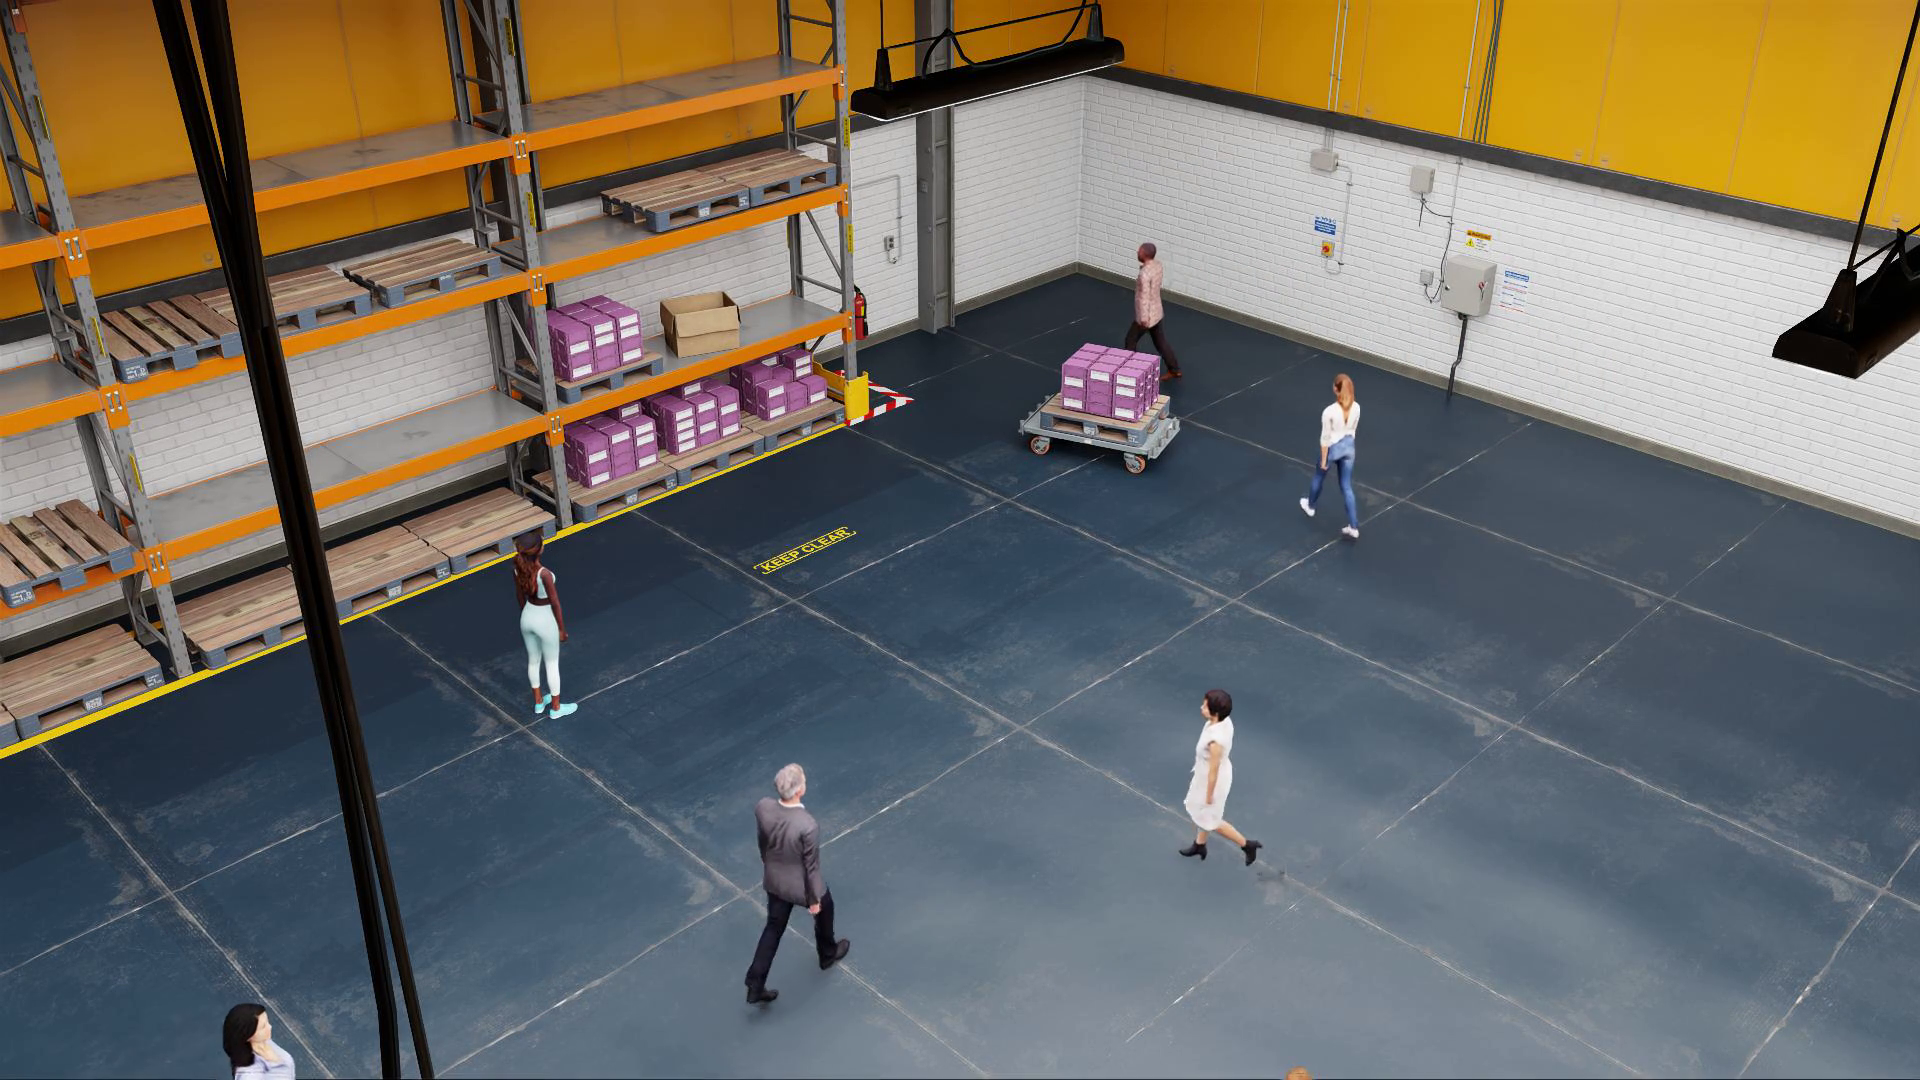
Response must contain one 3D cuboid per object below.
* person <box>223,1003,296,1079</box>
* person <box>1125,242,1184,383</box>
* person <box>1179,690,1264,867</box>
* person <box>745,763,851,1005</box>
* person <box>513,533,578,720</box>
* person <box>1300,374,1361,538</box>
[{"bbox_3d":[-3.955,3.279,9.287,1.063,1.719,0.945,-7,29,-12],"label":"person"},{"bbox_3d":[2.380,-2.739,20.255,0.919,1.783,1.175,17,33,28],"label":"person"},{"bbox_3d":[1.936,1.782,12.220,0.851,1.539,0.884,9,30,16],"label":"person"},{"bbox_3d":[-1.150,2.298,11.003,0.886,1.800,1.241,18,33,29],"label":"person"},{"bbox_3d":[-3.533,0.709,13.993,0.633,1.725,0.630,13,31,23],"label":"person"},{"bbox_3d":[3.881,-0.824,16.849,1.156,1.681,1.032,-8,30,-15],"label":"person"}]
